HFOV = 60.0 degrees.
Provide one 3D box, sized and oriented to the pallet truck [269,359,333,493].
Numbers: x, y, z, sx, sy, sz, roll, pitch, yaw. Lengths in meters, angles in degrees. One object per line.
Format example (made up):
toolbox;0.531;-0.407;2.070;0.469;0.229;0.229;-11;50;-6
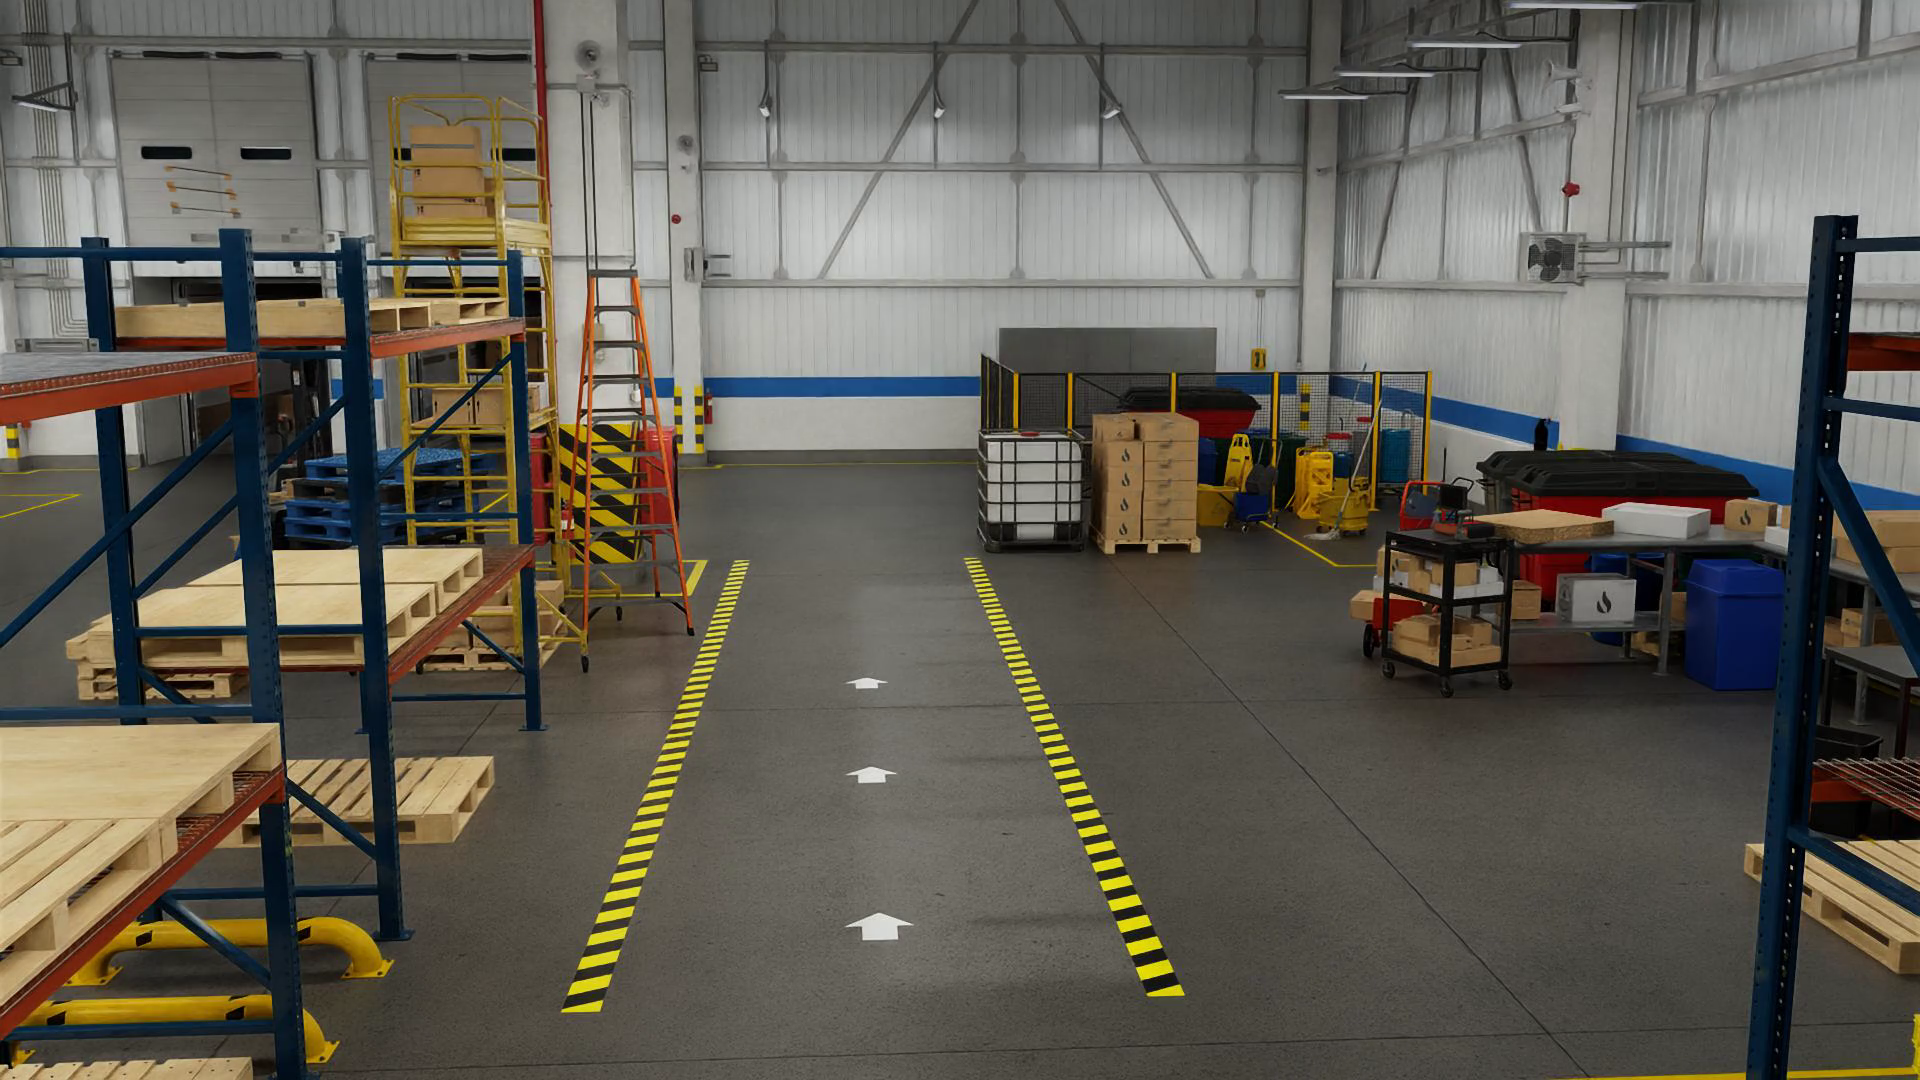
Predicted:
pallet truck;-7.062;-1.131;18.996;1.885;1.965;0.823;2;9;13
